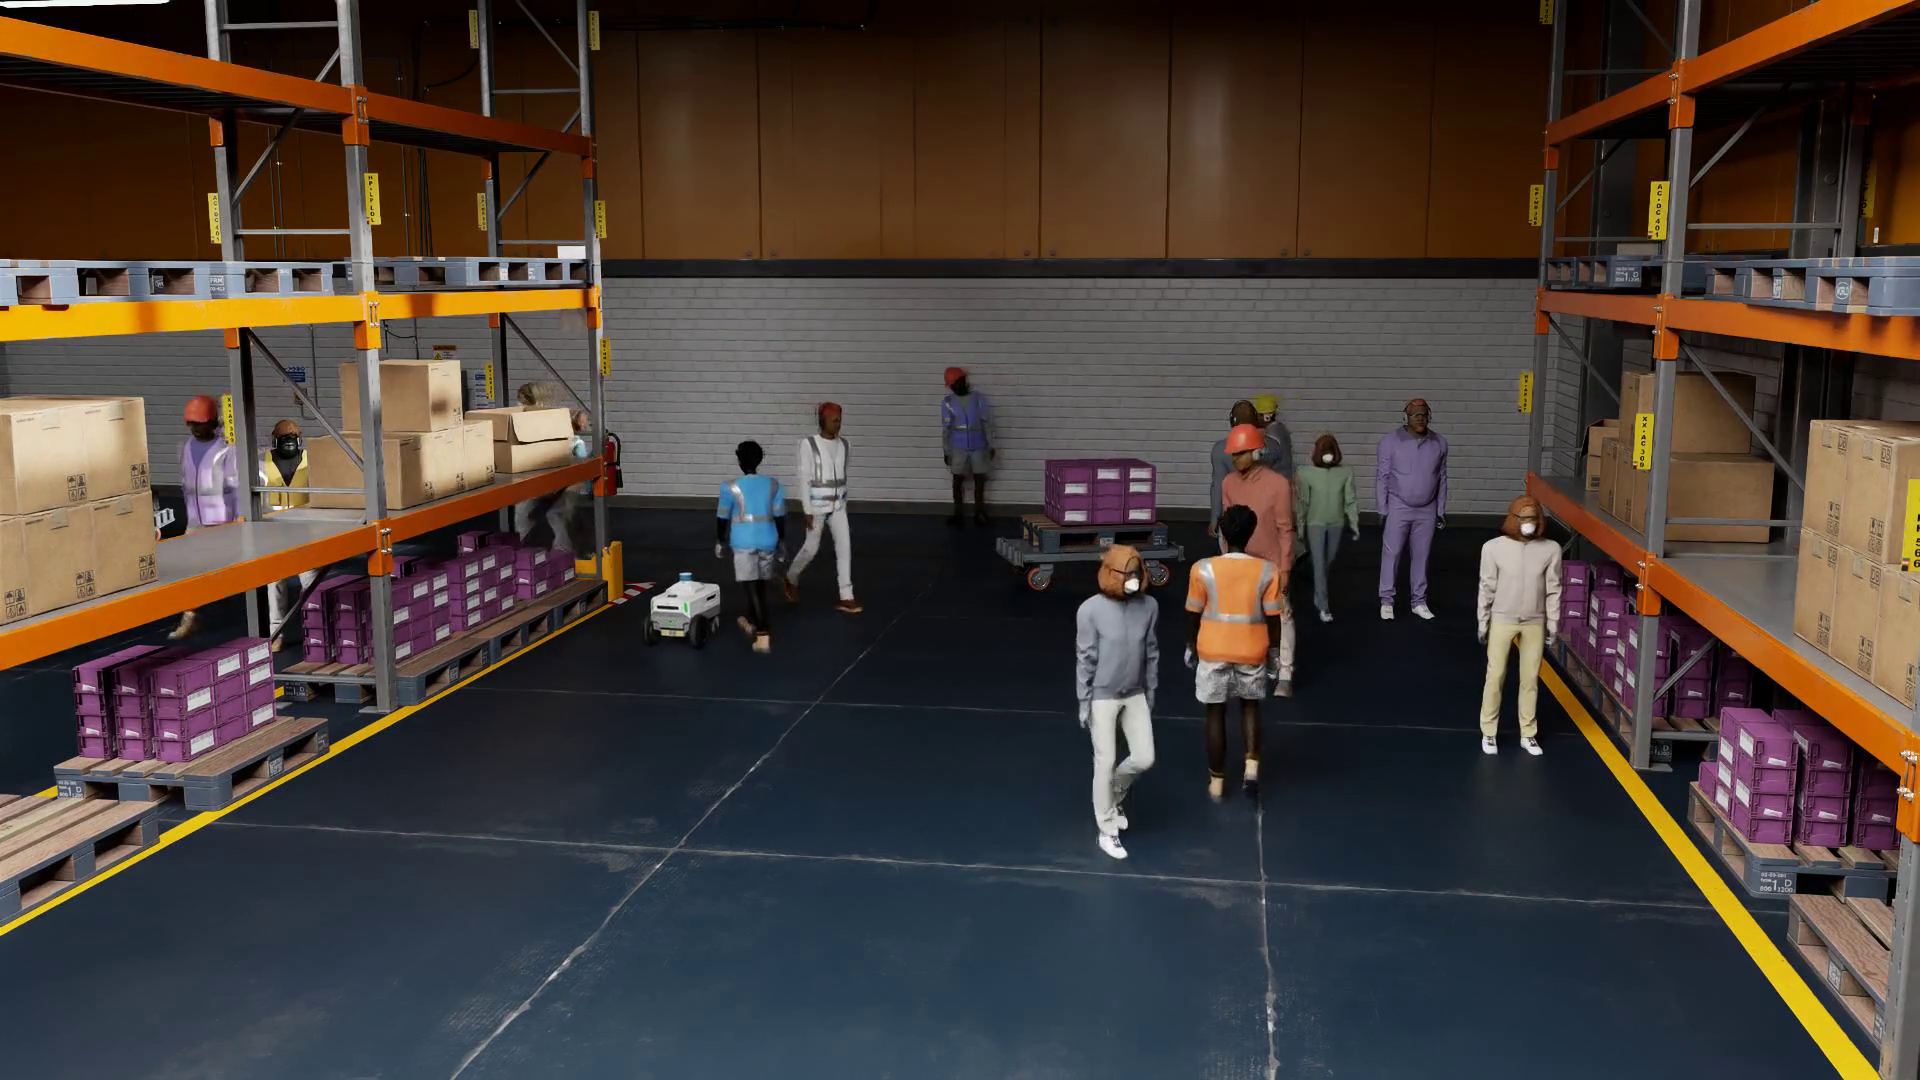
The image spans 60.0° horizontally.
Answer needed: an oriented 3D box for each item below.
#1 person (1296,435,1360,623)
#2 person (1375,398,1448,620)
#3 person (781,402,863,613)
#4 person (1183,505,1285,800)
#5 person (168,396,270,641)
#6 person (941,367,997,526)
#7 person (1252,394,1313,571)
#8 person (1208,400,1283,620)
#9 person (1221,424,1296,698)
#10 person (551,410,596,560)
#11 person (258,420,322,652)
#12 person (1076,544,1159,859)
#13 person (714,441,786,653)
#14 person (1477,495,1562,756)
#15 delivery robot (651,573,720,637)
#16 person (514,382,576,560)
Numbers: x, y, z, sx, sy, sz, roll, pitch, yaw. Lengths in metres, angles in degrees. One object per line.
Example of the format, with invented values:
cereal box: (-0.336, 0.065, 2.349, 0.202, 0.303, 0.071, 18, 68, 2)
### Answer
person: (3.160, -0.117, 14.354, 0.500, 1.588, 0.853, -1, 9, -6)
person: (3.879, -0.260, 14.265, 0.636, 1.909, 0.406, -1, 9, -6)
person: (-1.233, -0.302, 14.720, 0.581, 1.854, 0.886, -8, 12, -40)
person: (1.544, 0.640, 9.409, 0.547, 1.680, 0.368, 0, 9, 3)
person: (-6.146, -0.219, 13.792, 0.628, 1.995, 1.005, 3, 10, 16)
person: (0.124, -1.074, 19.408, 0.675, 1.896, 0.343, 0, 9, -2)
person: (3.131, -0.535, 16.300, 0.659, 1.801, 0.612, 3, 10, 17)
person: (2.337, -0.184, 13.718, 0.627, 1.934, 0.372, -3, 10, -16)
person: (2.062, 0.162, 11.586, 0.616, 1.944, 0.705, 9, 13, 43)
person: (-3.845, -0.512, 16.761, 0.752, 1.598, 0.528, -6, 11, -31)
person: (-5.259, -0.034, 13.102, 0.626, 1.836, 0.428, -3, 10, -20)
person: (0.795, 0.813, 8.544, 0.506, 1.620, 0.400, -4, 10, -25)
person: (-1.671, 0.036, 13.234, 0.545, 1.633, 0.890, -6, 11, -32)
person: (3.448, 0.527, 10.277, 0.502, 1.628, 0.276, 0, 9, 2)
delivery robot: (-2.207, 0.507, 13.404, 0.477, 0.478, 0.707, 2, 9, 15)
person: (-4.253, -0.596, 16.380, 0.948, 1.894, 0.634, -1, 9, -8)
